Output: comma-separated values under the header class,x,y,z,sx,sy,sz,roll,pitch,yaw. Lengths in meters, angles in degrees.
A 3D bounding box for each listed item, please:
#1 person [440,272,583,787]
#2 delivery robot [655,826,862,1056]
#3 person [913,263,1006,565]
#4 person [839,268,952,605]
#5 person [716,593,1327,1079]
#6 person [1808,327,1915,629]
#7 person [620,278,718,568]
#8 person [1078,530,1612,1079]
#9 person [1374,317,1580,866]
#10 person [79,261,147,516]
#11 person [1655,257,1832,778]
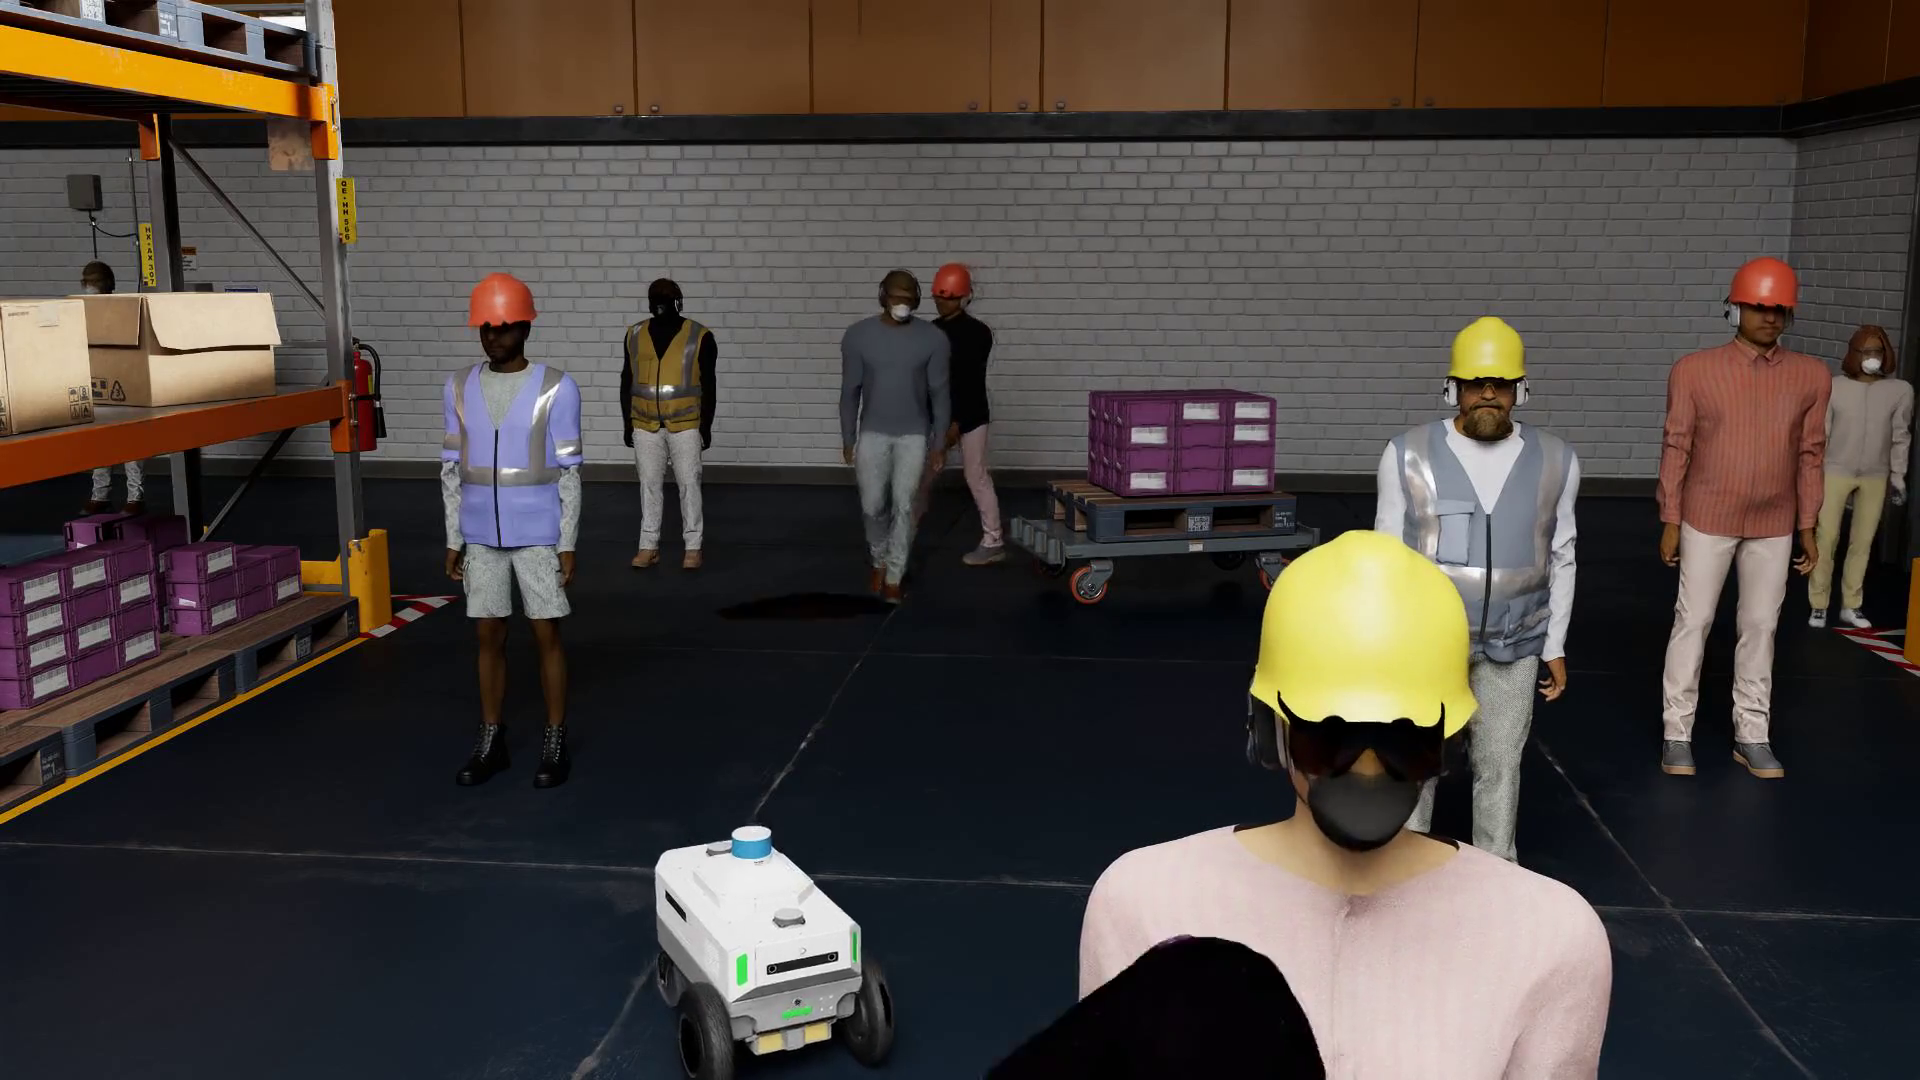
class,x,y,z,sx,sy,sz,roll,pitch,yaw
person,-1.687,-0.027,6.261,0.544,1.938,0.355,1,10,6
delivery robot,-0.526,0.972,4.230,0.477,0.478,0.707,-5,11,-26
person,-0.057,-0.751,10.420,0.616,1.933,1.001,9,13,41
person,-0.363,-0.577,9.450,0.646,1.915,0.425,0,10,-1
person,0.048,0.884,0.861,0.608,2.016,0.840,-9,13,-42
person,4.765,-0.316,8.856,0.504,1.613,0.403,2,10,10
person,-1.860,-0.735,10.593,0.627,1.844,0.429,1,10,6
person,0.362,0.860,1.677,0.524,1.769,0.309,1,10,6
person,1.485,0.274,4.840,0.589,1.833,0.404,1,10,6
person,-6.471,-1.140,12.629,0.632,1.940,0.372,1,10,6
person,2.989,-0.076,6.380,0.611,1.995,0.376,1,10,6
